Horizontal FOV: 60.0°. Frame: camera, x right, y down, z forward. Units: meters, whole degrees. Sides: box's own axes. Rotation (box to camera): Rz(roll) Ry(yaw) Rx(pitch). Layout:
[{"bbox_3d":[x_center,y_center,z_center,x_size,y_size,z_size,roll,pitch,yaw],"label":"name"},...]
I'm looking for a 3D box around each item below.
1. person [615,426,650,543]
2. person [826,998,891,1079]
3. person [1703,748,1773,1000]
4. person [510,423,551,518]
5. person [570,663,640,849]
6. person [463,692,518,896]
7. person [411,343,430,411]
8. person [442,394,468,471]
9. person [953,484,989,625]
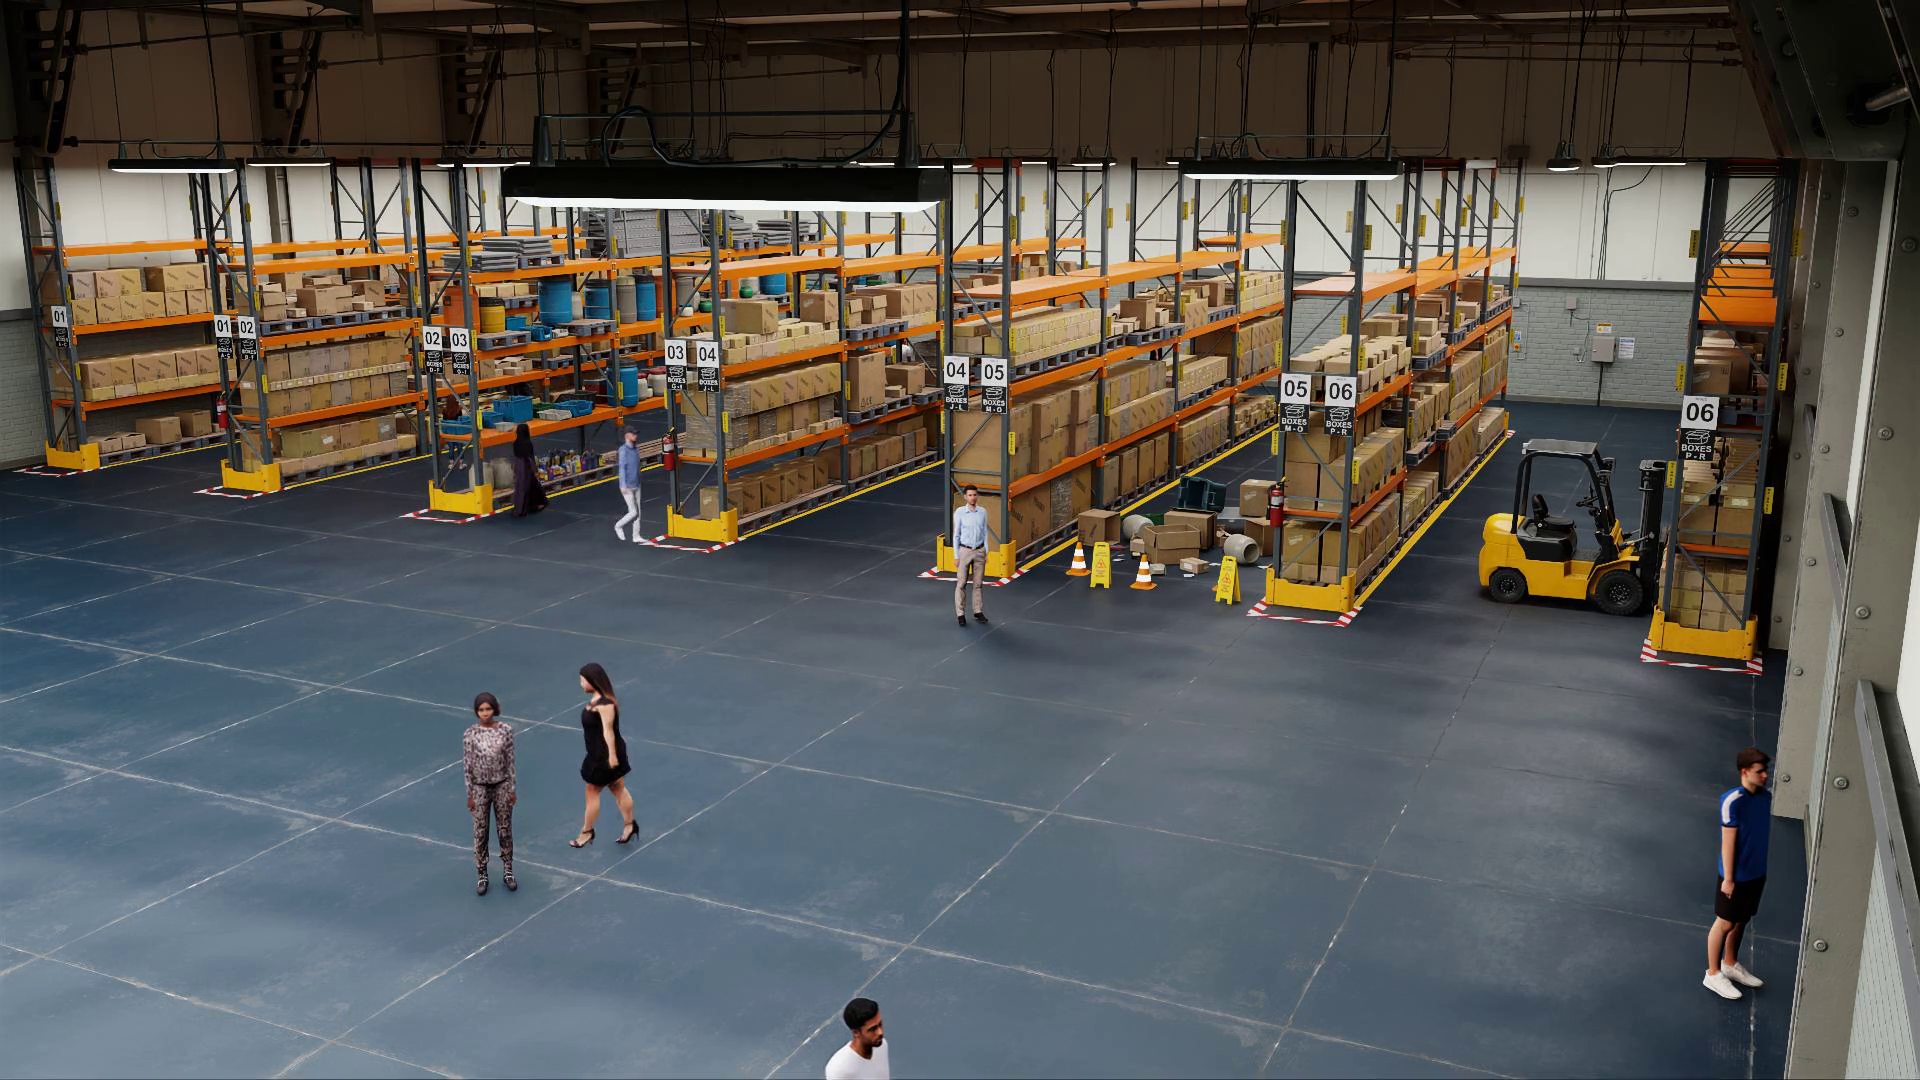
[{"bbox_3d":[-5.280,-0.875,26.382,0.742,1.878,0.730,5,14,22],"label":"person"},{"bbox_3d":[-0.525,3.241,8.929,0.720,1.732,0.478,7,15,29],"label":"person"},{"bbox_3d":[5.736,2.410,12.220,0.680,1.866,0.794,-9,16,-35],"label":"person"},{"bbox_3d":[-7.494,-1.187,28.327,1.103,1.608,0.883,-11,17,-39],"label":"person"},{"bbox_3d":[-3.038,1.916,14.748,0.979,1.688,0.938,-3,13,-11],"label":"person"},{"bbox_3d":[-3.918,2.099,13.903,0.679,1.714,0.738,-5,14,-19],"label":"person"},{"bbox_3d":[-12.658,-3.755,39.059,0.630,1.770,0.560,4,14,18],"label":"person"},{"bbox_3d":[-9.952,-2.139,32.709,0.634,1.485,0.694,-5,14,-20],"label":"person"},{"bbox_3d":[0.148,0.173,21.921,0.755,1.847,0.812,-4,14,-18],"label":"person"}]
